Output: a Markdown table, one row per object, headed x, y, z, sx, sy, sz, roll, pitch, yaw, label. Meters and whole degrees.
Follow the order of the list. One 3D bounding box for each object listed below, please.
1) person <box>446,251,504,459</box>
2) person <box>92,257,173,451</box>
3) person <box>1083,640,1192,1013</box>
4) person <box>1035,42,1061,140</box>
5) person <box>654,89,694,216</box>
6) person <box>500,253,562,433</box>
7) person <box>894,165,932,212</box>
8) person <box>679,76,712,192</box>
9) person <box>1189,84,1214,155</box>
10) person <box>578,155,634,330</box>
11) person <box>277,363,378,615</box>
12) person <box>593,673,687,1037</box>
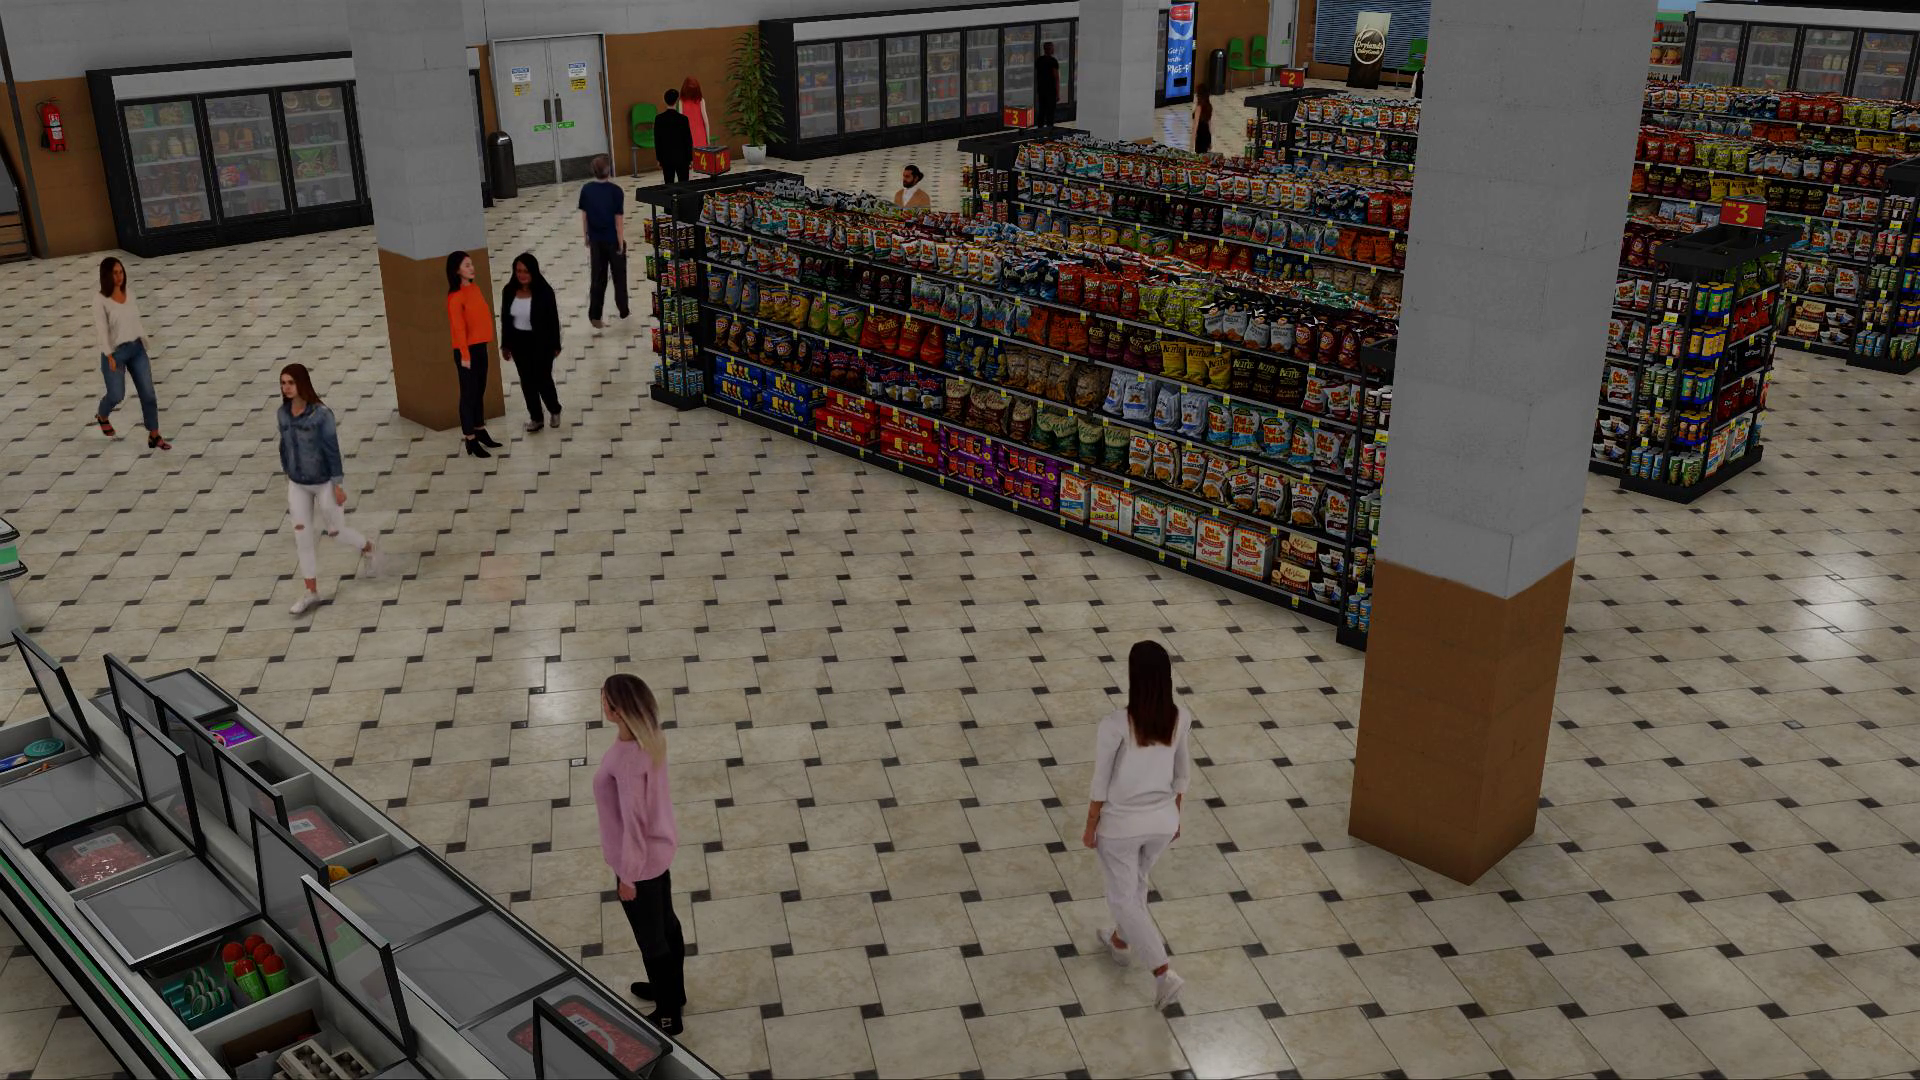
| x | y | z | sx | sy | sz | roll | pitch | yaw | label |
| --- | --- | --- | --- | --- | --- | --- | --- | --- | --- |
| -4.163 | -1.590 | 14.131 | 0.744 | 1.748 | 0.709 | 3 | 22 | 8 | person |
| -7.220 | -1.577 | 14.230 | 1.103 | 1.650 | 0.802 | 12 | 25 | 27 | person |
| 0.794 | 1.248 | 7.175 | 0.819 | 1.668 | 1.075 | -10 | 24 | -23 | person |
| 1.597 | -8.188 | 30.456 | 0.492 | 1.819 | 0.732 | 18 | 28 | 38 | person |
| -3.988 | -5.336 | 23.260 | 0.774 | 1.893 | 0.847 | 1 | 22 | 3 | person |
| -3.777 | -1.763 | 14.753 | 0.756 | 1.606 | 0.832 | 2 | 22 | 6 | person |
| -0.530 | -3.215 | 18.167 | 0.567 | 1.754 | 0.741 | 16 | 27 | 34 | person |
| -4.036 | -6.108 | 25.268 | 0.646 | 1.827 | 0.728 | 2 | 22 | 5 | person |
| 3.743 | -5.973 | 25.119 | 1.162 | 1.688 | 0.685 | 15 | 26 | 32 | person |
| -3.864 | -3.183 | 17.984 | 1.196 | 1.830 | 1.192 | 2 | 22 | 4 | person |
| -4.298 | -0.381 | 11.216 | 1.075 | 1.677 | 1.019 | 6 | 23 | 14 | person |
| -1.317 | 1.316 | 6.981 | 0.737 | 1.687 | 0.683 | 0 | 22 | 1 | person |
